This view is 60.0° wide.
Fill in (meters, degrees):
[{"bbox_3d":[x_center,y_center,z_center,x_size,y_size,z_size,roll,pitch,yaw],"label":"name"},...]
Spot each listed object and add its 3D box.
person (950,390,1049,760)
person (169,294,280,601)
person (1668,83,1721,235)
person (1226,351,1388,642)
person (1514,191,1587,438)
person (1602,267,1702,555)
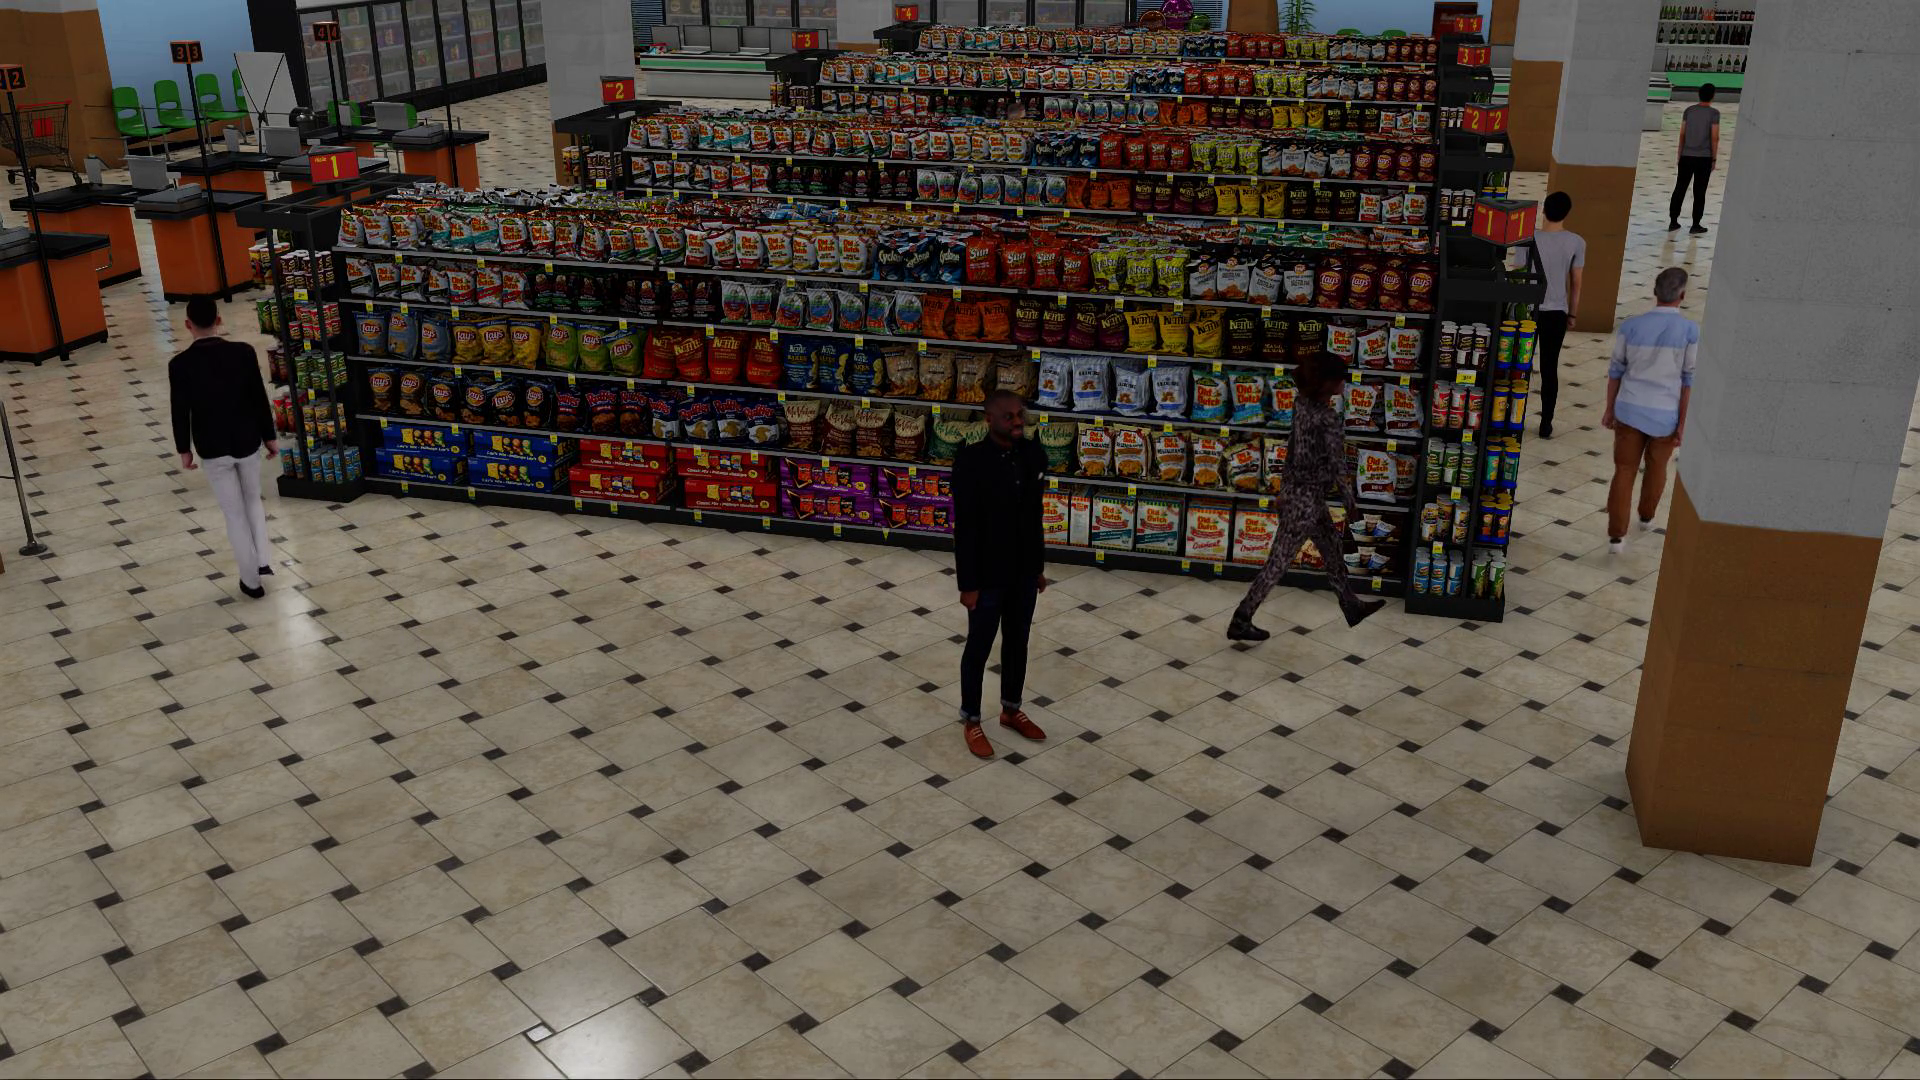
[{"bbox_3d":[0.194,0.150,8.057,0.789,1.818,0.826,-15,26,-33],"label":"person"},{"bbox_3d":[-4.225,-0.504,9.661,0.795,1.835,0.830,-15,26,-33],"label":"person"},{"bbox_3d":[8.813,-4.579,19.913,0.767,1.753,0.661,-19,28,-38],"label":"person"},{"bbox_3d":[1.796,-0.166,9.056,1.242,1.659,0.894,-4,22,-9],"label":"person"},{"bbox_3d":[4.409,-1.702,12.604,0.514,1.863,0.738,3,22,8],"label":"person"},{"bbox_3d":[4.268,-0.754,10.352,1.179,1.784,0.930,11,25,26],"label":"person"}]
